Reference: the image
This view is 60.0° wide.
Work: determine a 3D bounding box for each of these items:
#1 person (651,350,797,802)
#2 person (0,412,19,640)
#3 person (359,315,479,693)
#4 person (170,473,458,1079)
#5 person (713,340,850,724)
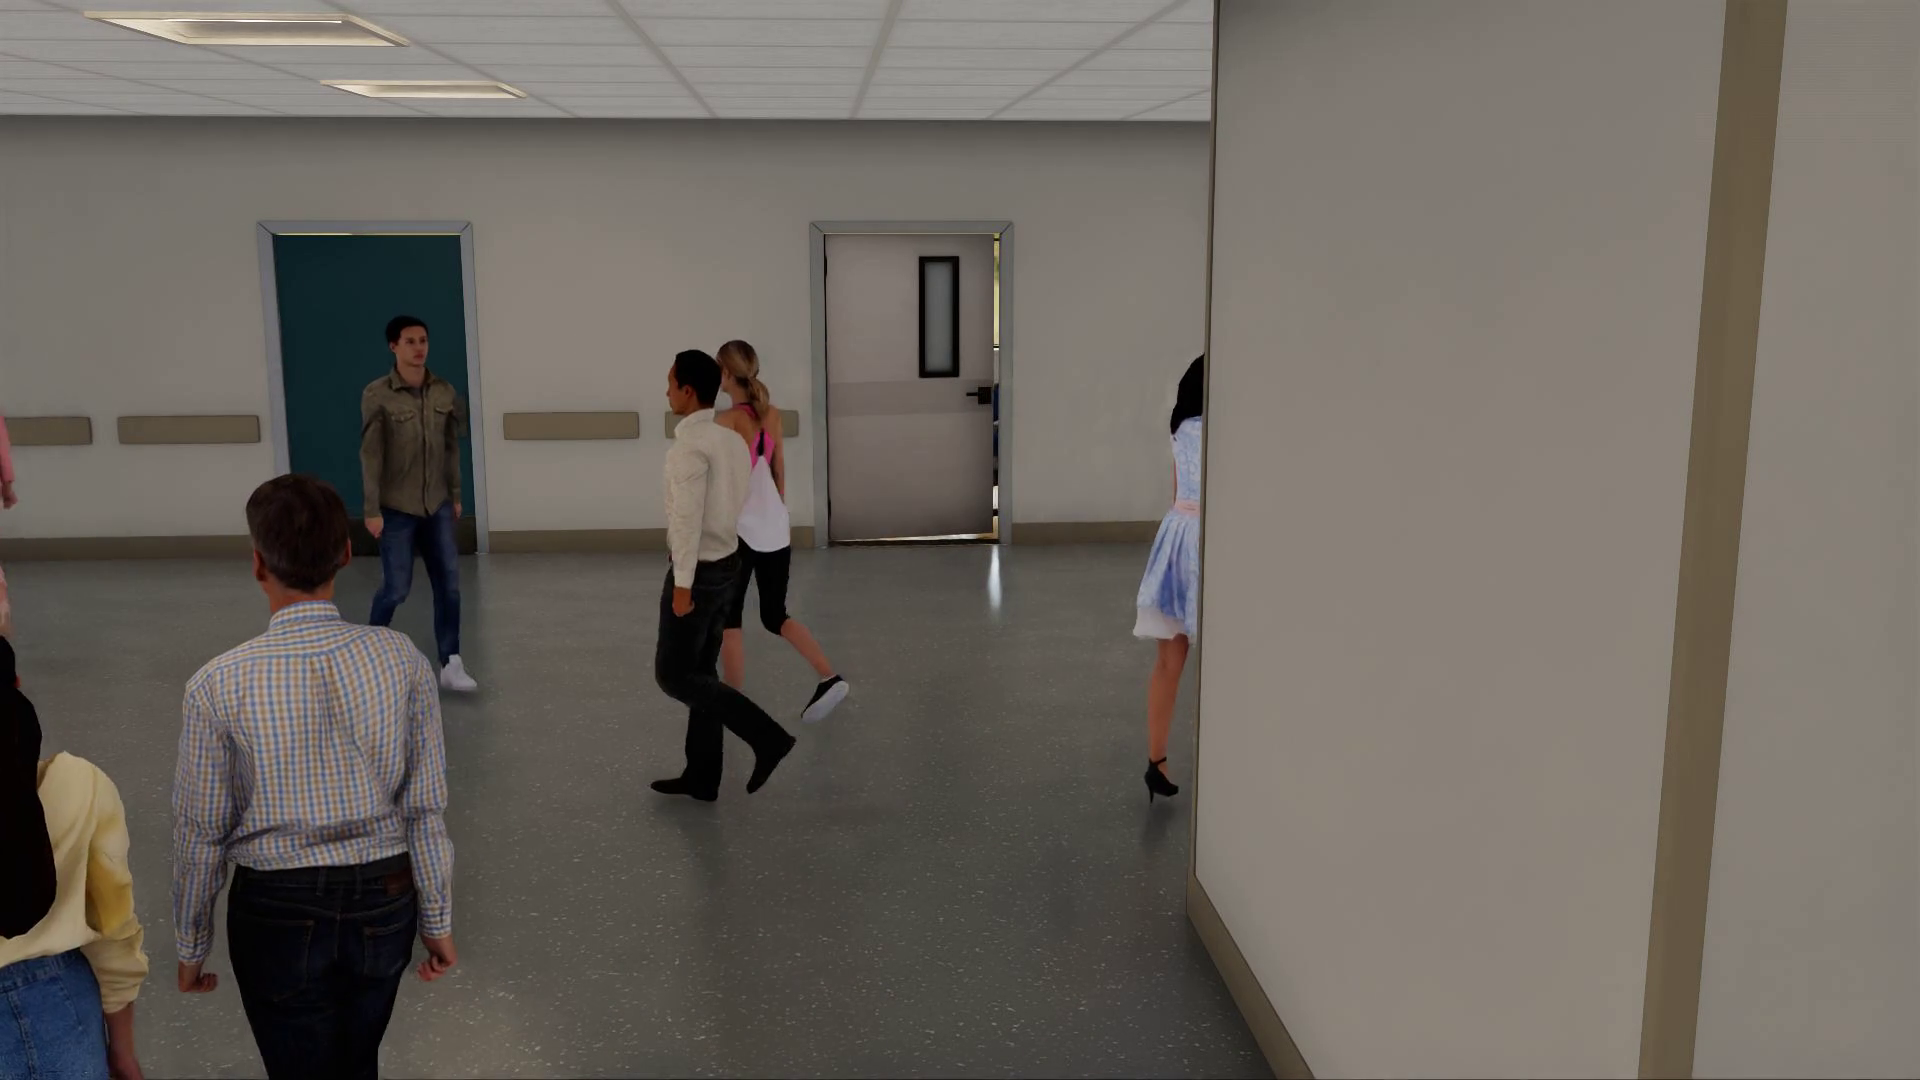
[{"bbox_3d":[-0.925,0.173,6.497,0.945,1.797,0.805,2,11,12],"label":"person"},{"bbox_3d":[-5.223,-0.252,8.774,0.884,1.784,0.829,7,13,31],"label":"person"},{"bbox_3d":[-2.738,-0.165,8.202,1.213,1.826,1.193,9,14,40],"label":"person"},{"bbox_3d":[-1.228,0.798,3.267,1.252,1.774,1.136,-7,13,-34],"label":"person"},{"bbox_3d":[-0.845,0.017,7.414,1.146,1.762,1.051,6,13,31],"label":"person"}]
